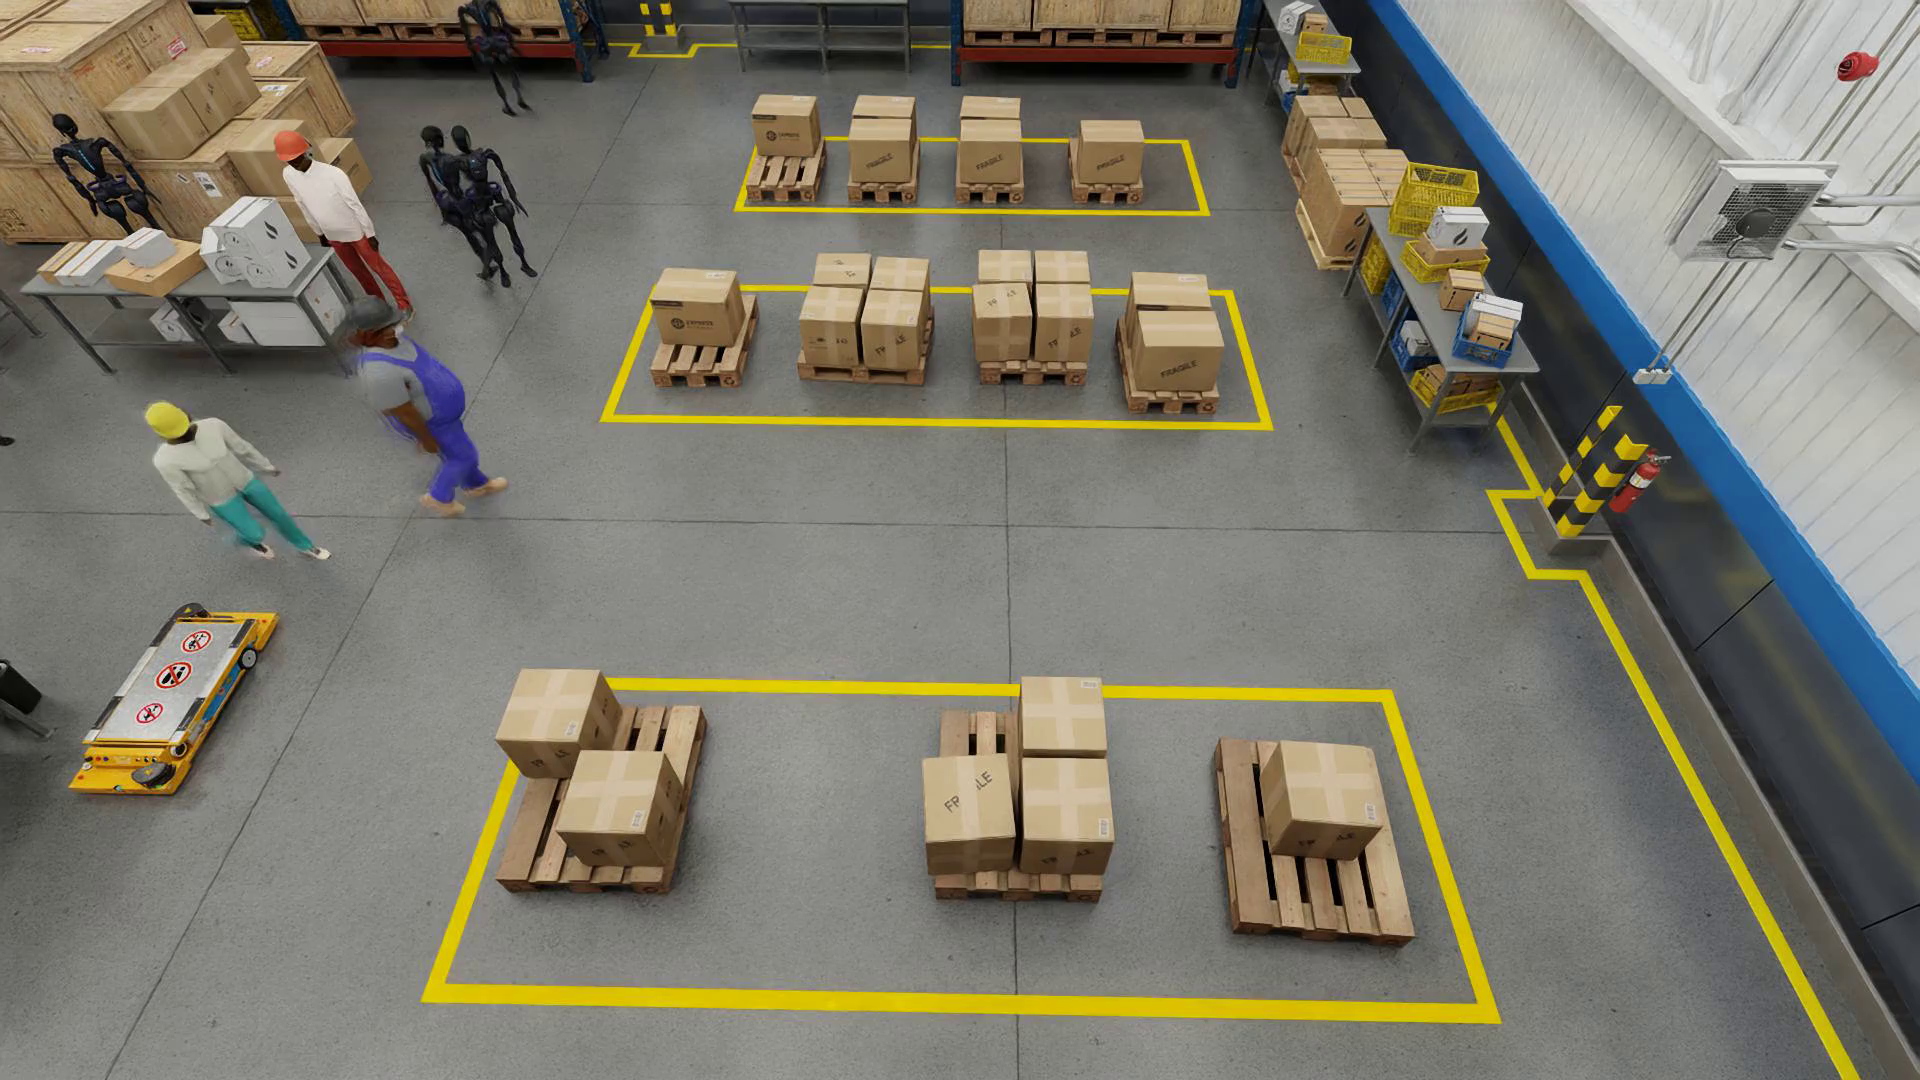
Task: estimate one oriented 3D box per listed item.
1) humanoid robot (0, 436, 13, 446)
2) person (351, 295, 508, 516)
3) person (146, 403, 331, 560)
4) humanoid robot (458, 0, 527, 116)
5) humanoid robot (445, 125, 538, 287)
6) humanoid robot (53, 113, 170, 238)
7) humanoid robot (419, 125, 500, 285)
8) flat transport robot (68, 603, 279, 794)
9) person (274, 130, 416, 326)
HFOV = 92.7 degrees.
[{"bbox_3d":[-8.692,-1.287,7.532,0.348,1.652,0.575,-7,50,-6],"label":"humanoid robot"},{"bbox_3d":[-4.086,-1.011,7.063,0.569,2.000,0.692,-18,52,-14],"label":"person"},{"bbox_3d":[-5.354,-0.391,6.735,0.495,1.743,0.616,15,51,12],"label":"person"},{"bbox_3d":[-6.007,-6.334,11.804,0.639,1.651,0.357,-26,55,-21],"label":"humanoid robot"},{"bbox_3d":[-4.757,-3.381,9.297,0.611,1.656,0.316,-31,57,-24],"label":"humanoid robot"},{"bbox_3d":[-8.687,-3.556,9.444,0.598,1.657,0.321,-27,55,-21],"label":"humanoid robot"},{"bbox_3d":[-5.051,-3.343,9.280,0.586,1.653,0.467,7,50,6],"label":"humanoid robot"},{"bbox_3d":[-5.504,1.072,6.442,0.652,0.197,1.431,1,50,1],"label":"flat transport robot"},{"bbox_3d":[-5.868,-2.925,8.721,0.615,1.986,0.405,3,50,3],"label":"person"}]
